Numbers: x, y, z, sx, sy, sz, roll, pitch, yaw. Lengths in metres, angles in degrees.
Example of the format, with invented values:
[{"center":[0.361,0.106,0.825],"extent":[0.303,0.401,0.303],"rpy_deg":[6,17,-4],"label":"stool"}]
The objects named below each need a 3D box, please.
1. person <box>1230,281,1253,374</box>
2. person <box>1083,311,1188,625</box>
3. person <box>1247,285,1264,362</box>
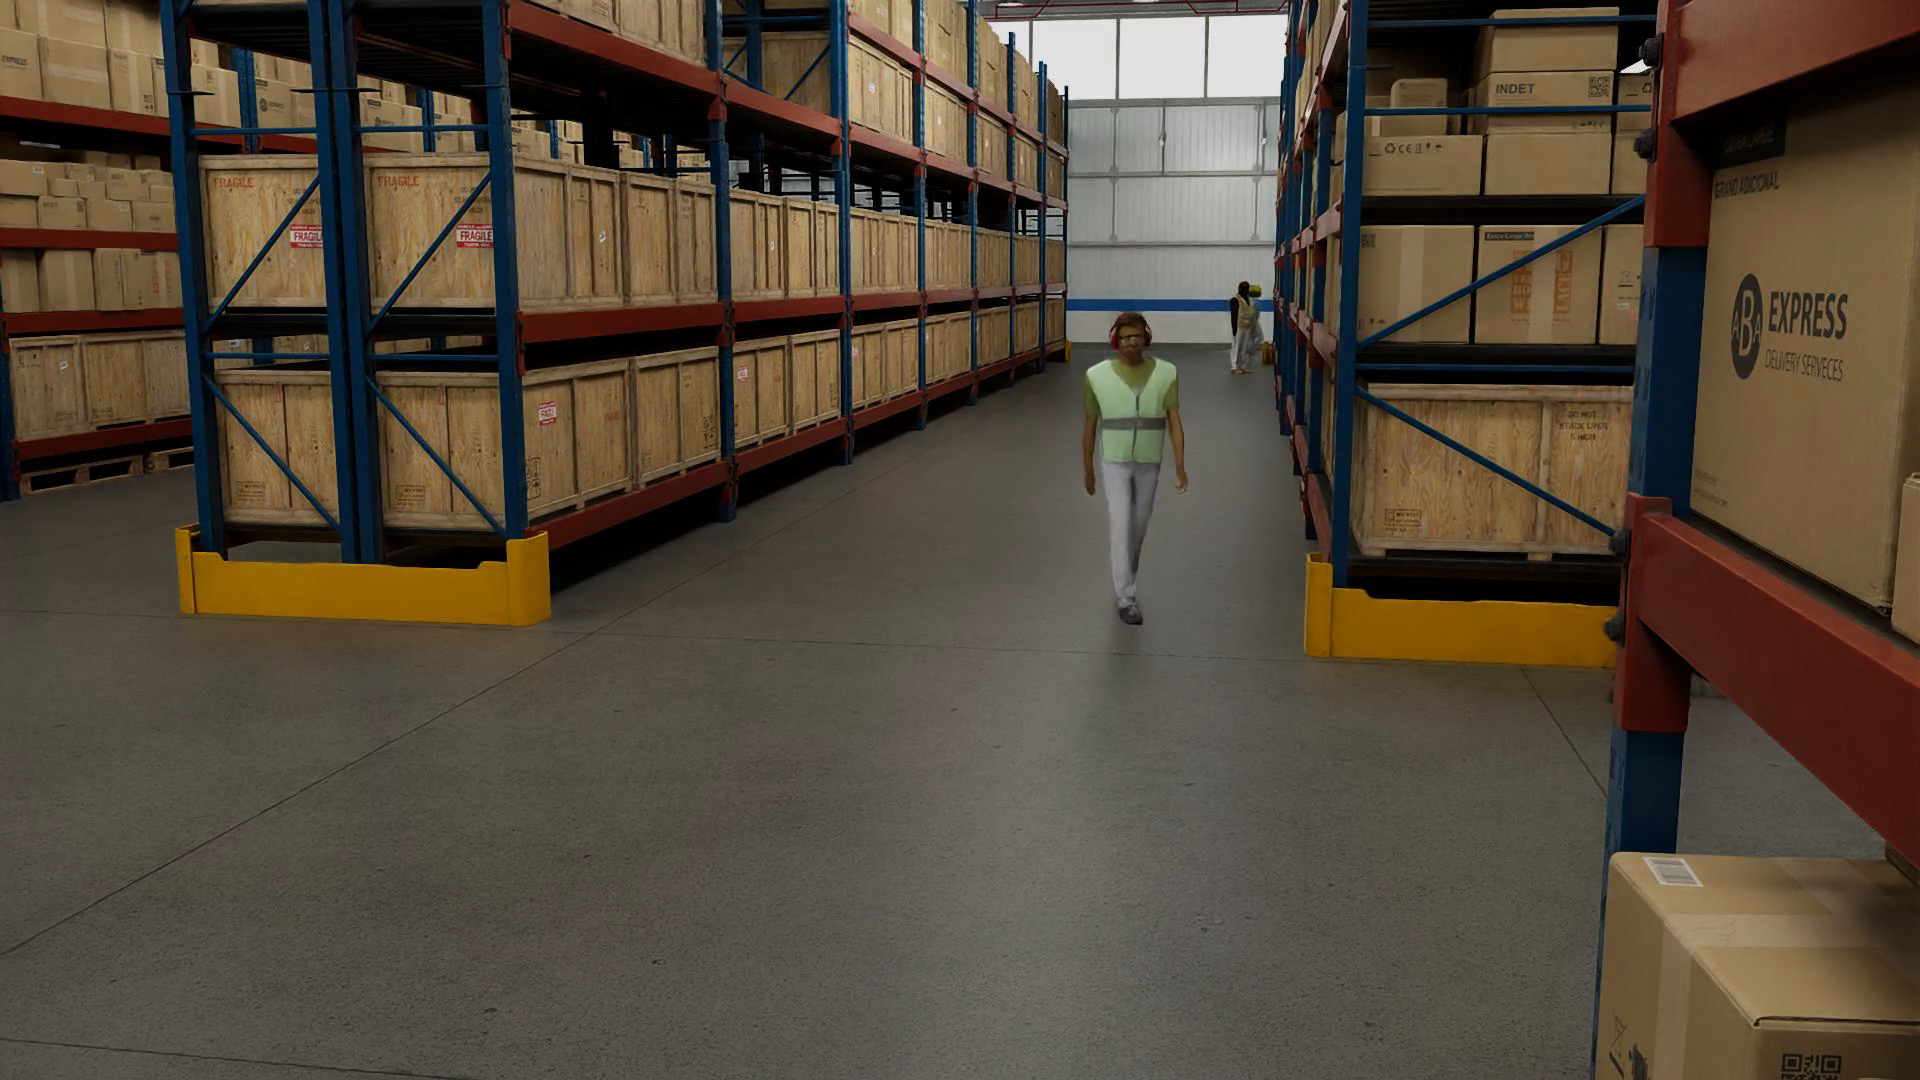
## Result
[{"center":[5.608,-4.215,33.064],"extent":[0.430,1.841,0.624],"rpy_deg":[8,12,41],"label":"person"},{"center":[1.000,-0.459,9.889],"extent":[0.574,1.805,0.923],"rpy_deg":[-2,9,-11],"label":"person"},{"center":[6.675,-4.860,37.371],"extent":[0.455,1.727,0.505],"rpy_deg":[1,9,6],"label":"person"}]
